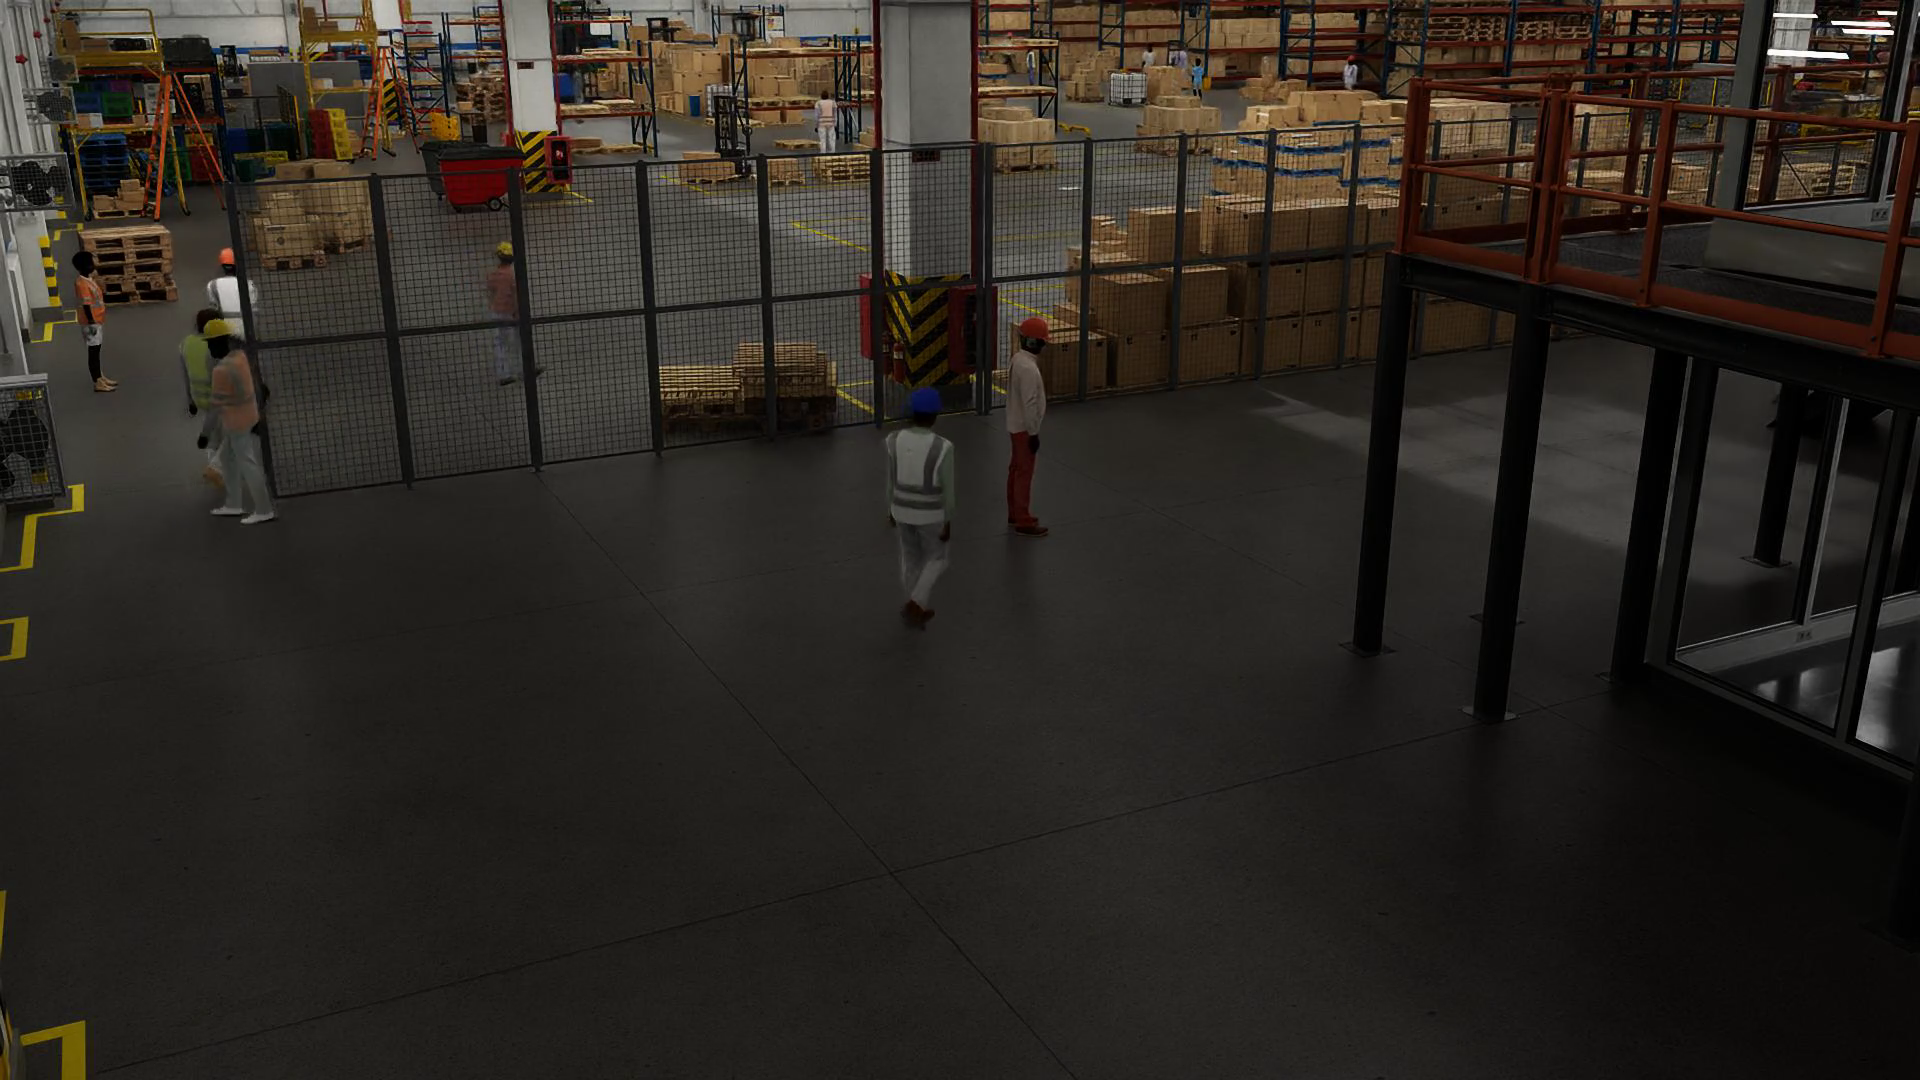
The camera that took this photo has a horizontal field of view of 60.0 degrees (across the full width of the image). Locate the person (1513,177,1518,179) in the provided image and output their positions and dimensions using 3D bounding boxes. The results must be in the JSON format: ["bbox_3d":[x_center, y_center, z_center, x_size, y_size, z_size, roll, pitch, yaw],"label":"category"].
[{"bbox_3d":[8.488,-4.674,25.747,0.534,1.868,0.309,-6,20,-16],"label":"person"}]

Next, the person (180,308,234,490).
[{"bbox_3d":[-7.246,-1.336,16.145,0.690,1.824,0.509,8,21,23],"label":"person"}]

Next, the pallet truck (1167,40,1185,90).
[{"bbox_3d":[9.045,-19.971,69.895,0.823,1.965,1.885,-3,19,-8],"label":"pallet truck"}]

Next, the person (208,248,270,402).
[{"bbox_3d":[-8.328,-2.426,19.211,0.552,1.883,0.977,-4,19,-11],"label":"person"}]

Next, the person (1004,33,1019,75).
[{"bbox_3d":[2.385,-23.120,79.115,1.041,1.938,0.621,10,22,27],"label":"person"}]

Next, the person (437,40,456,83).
[{"bbox_3d":[-22.766,-21.143,73.490,0.980,1.864,0.611,2,19,6],"label":"person"}]

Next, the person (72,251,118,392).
[{"bbox_3d":[-10.489,-2.642,20.113,0.318,1.699,0.534,-7,20,-20],"label":"person"}]

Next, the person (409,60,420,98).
[{"bbox_3d":[-20.229,-16.891,61.504,0.513,1.642,0.313,-6,20,-16],"label":"person"}]

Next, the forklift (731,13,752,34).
[{"bbox_3d":[-10.424,-23.808,79.685,1.129,2.768,1.873,-9,21,-25],"label":"forklift"}]

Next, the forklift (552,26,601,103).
[{"bbox_3d":[-14.607,-17.801,62.272,1.873,2.768,1.129,-9,21,-25],"label":"forklift"}]

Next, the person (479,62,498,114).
[{"bbox_3d":[-16.566,-15.762,58.029,1.061,1.788,0.506,9,21,24],"label":"person"}]

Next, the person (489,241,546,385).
[{"bbox_3d":[-5.506,-2.828,20.584,0.552,1.729,0.826,7,20,19],"label":"person"}]

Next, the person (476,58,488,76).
[{"bbox_3d":[-17.557,-16.866,61.278,0.295,1.743,0.493,14,24,36],"label":"person"}]

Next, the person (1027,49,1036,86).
[{"bbox_3d":[2.909,-19.400,68.369,0.392,1.914,0.587,3,19,8],"label":"person"}]

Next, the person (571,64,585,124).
[{"bbox_3d":[-12.579,-14.664,54.674,0.346,1.908,0.749,-9,21,-25],"label":"person"}]

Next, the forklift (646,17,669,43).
[{"bbox_3d":[-13.136,-21.333,72.511,1.129,2.768,1.873,-17,25,-40],"label":"forklift"}]

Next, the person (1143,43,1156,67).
[{"bbox_3d":[7.810,-19.562,68.779,0.620,1.946,0.779,-6,20,-16],"label":"person"}]

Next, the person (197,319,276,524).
[{"bbox_3d":[-6.705,-1.071,15.241,0.692,1.899,0.625,-3,19,-8],"label":"person"}]

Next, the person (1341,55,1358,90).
[{"bbox_3d":[14.188,-16.646,60.396,0.832,1.911,0.551,-13,23,-33],"label":"person"}]

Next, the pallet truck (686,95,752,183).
[{"bbox_3d":[-5.836,-9.608,39.856,0.823,1.965,1.885,10,22,27],"label":"pallet truck"}]

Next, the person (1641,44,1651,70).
[{"bbox_3d":[30.782,-21.454,74.754,0.522,1.619,0.450,-11,22,-29],"label":"person"}]

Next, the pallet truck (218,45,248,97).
[{"bbox_3d":[-28.879,-18.665,66.111,0.823,1.965,1.885,-3,19,-9],"label":"pallet truck"}]

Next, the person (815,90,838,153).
[{"bbox_3d":[-3.542,-10.940,43.953,0.621,1.845,0.429,-7,20,-18],"label":"person"}]

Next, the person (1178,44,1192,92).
[{"bbox_3d":[9.267,-19.382,68.320,0.816,1.899,0.671,3,19,8],"label":"person"}]

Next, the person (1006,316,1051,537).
[{"bbox_3d":[0.612,-1.026,14.989,0.398,1.990,0.611,-3,19,-8],"label":"person"}]

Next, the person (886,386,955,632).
[{"bbox_3d":[-0.327,-0.207,12.712,0.621,1.933,0.581,11,22,28],"label":"person"}]

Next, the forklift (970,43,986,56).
[{"bbox_3d":[0.278,-23.910,79.981,1.873,2.768,1.129,4,19,10],"label":"forklift"}]

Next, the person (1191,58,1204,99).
[{"bbox_3d":[8.803,-17.000,61.732,0.541,1.698,0.315,-10,21,-26],"label":"person"}]
